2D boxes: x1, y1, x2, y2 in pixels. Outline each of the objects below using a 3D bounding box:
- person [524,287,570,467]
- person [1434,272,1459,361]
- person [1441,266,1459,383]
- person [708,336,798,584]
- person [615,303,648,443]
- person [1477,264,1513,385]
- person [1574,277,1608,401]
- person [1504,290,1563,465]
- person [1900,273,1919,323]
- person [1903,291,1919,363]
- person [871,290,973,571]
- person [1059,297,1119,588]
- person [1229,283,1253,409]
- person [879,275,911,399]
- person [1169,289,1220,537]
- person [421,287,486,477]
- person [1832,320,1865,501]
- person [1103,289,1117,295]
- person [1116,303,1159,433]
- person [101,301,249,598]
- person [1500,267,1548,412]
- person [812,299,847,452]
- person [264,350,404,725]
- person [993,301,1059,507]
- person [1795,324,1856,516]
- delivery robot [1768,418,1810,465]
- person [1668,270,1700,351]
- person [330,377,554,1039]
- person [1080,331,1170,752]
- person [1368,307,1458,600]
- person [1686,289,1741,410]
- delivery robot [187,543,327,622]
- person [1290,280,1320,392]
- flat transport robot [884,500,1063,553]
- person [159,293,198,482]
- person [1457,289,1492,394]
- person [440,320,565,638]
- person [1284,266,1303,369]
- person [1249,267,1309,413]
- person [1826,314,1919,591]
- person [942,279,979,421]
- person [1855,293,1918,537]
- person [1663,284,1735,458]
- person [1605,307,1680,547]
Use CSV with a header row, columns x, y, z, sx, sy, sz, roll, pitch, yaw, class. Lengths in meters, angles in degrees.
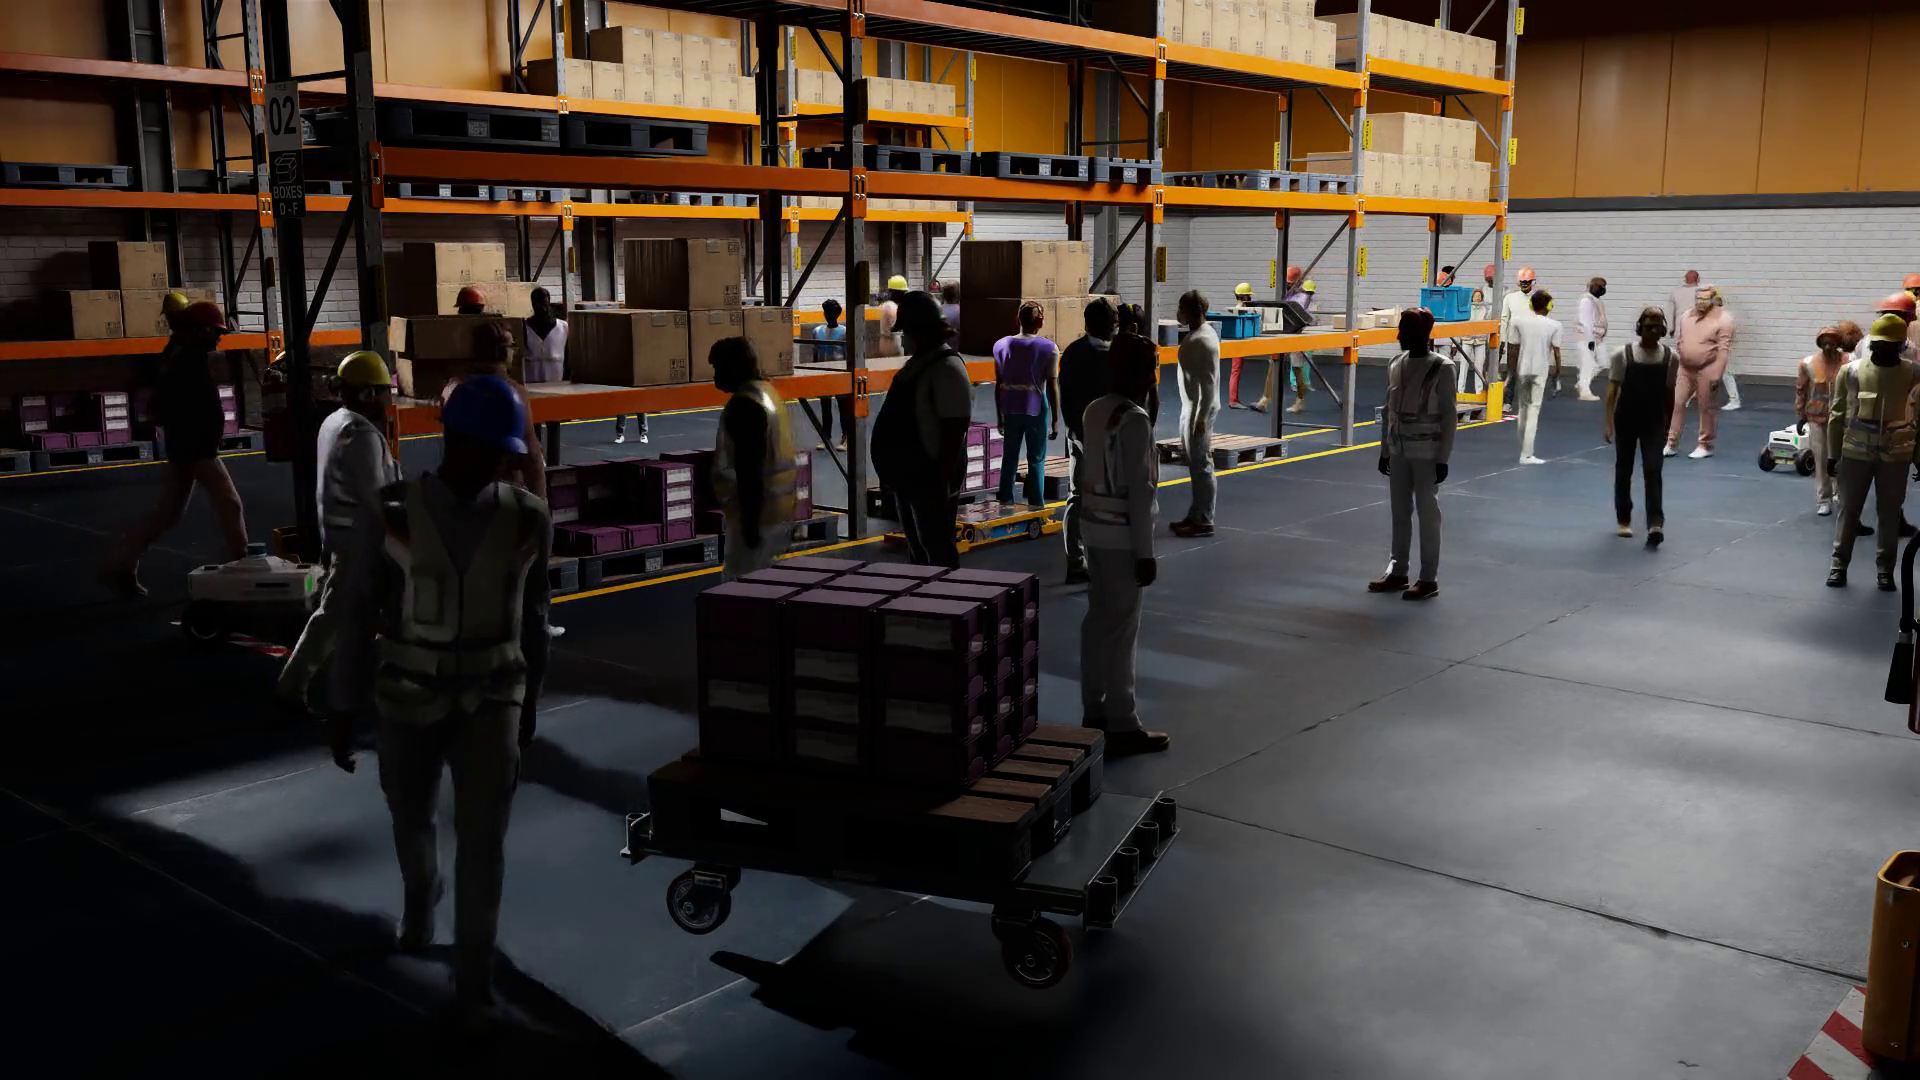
x,y,z,sx,sy,sz,roll,pitch,yaw,class
-4.096,-1.540,16.320,0.595,1.892,0.894,-3,10,-16,person
6.636,-2.737,23.011,0.543,1.928,0.372,8,13,39,person
8.136,-3.622,27.939,0.371,1.966,0.608,-8,13,-39,person
-0.994,-0.130,8.515,0.592,1.811,0.679,1,10,5,person
-3.823,-1.919,19.226,0.498,1.626,0.289,0,10,1,person
8.937,-3.610,27.808,0.645,2.001,0.956,4,11,23,person
9.366,-2.972,24.636,0.447,1.826,0.638,8,13,38,person
6.073,-1.711,17.546,0.563,1.812,0.816,7,12,34,person
12.142,-2.439,21.283,0.351,1.941,0.545,0,10,-2,person
11.269,-2.098,19.896,0.820,1.728,0.553,-4,11,-24,person
-0.230,-0.388,9.318,0.537,2.000,0.678,-4,11,-21,person
0.893,-0.634,11.028,0.371,1.933,0.627,-5,11,-28,person
3.953,-2.723,23.391,0.316,1.769,0.523,2,10,9,person
-0.800,-2.375,20.993,0.433,1.907,0.623,-2,10,-9,person
1.854,-0.989,13.033,0.355,1.936,0.635,0,10,-1,person
-4.531,-1.403,15.530,1.001,1.878,0.569,-1,10,-7,person
7.869,-1.152,14.885,0.358,1.620,0.566,0,10,1,person
2.224,-2.810,24.162,0.530,1.670,0.783,5,11,27,person
1.227,-0.755,11.913,0.332,1.866,0.514,-5,11,-25,person
-5.029,-0.578,10.747,1.071,1.930,0.619,-7,12,-34,person
7.724,-2.735,22.810,0.625,1.992,0.386,4,11,22,person
-1.408,-1.828,18.508,0.537,1.699,0.319,5,11,27,person
-2.919,-0.012,7.992,0.986,1.779,0.611,-6,12,-31,person
0.524,-0.978,13.265,0.561,1.836,0.379,4,11,24,person
7.327,-1.007,14.013,0.546,1.614,0.389,7,12,35,person
8.484,-0.997,16.743,0.707,0.478,0.477,-6,12,-31,delivery robot
12.036,-3.487,27.382,0.678,1.884,0.738,8,13,39,person
-1.544,0.445,5.010,0.662,1.890,0.963,-4,11,-22,person
0.726,0.005,7.519,0.362,1.887,0.575,-3,10,-17,person
2.935,-0.559,10.737,0.337,1.882,0.583,-6,11,-30,person
10.499,-2.662,23.241,0.920,1.685,0.507,6,11,29,person
-4.040,0.260,9.590,0.707,0.478,0.477,-1,10,-6,delivery robot
5.446,-3.206,26.174,0.524,1.759,0.337,-4,11,-21,person
0.130,-0.119,12.819,0.652,0.197,1.431,8,13,38,flat transport robot
-7.498,-1.470,16.097,0.403,1.823,0.586,-6,12,-32,person
7.758,-2.966,25.125,0.521,1.645,0.307,2,10,9,person
-2.584,-0.272,9.164,0.655,1.868,0.958,8,13,38,person
6.180,-4.118,30.873,0.542,1.928,0.376,3,10,16,person
4.395,-2.691,22.566,0.975,1.990,0.598,-8,13,-38,person
6.062,-0.578,10.995,0.600,1.827,0.404,5,11,27,person
-0.064,-1.824,17.841,0.646,1.919,0.453,4,11,22,person
7.250,-0.964,12.994,0.714,1.896,0.548,-4,11,-22,person
7.797,-1.774,17.685,0.846,1.869,0.659,-6,12,-32,person
5.206,-0.863,12.703,0.522,1.798,0.924,3,10,16,person
